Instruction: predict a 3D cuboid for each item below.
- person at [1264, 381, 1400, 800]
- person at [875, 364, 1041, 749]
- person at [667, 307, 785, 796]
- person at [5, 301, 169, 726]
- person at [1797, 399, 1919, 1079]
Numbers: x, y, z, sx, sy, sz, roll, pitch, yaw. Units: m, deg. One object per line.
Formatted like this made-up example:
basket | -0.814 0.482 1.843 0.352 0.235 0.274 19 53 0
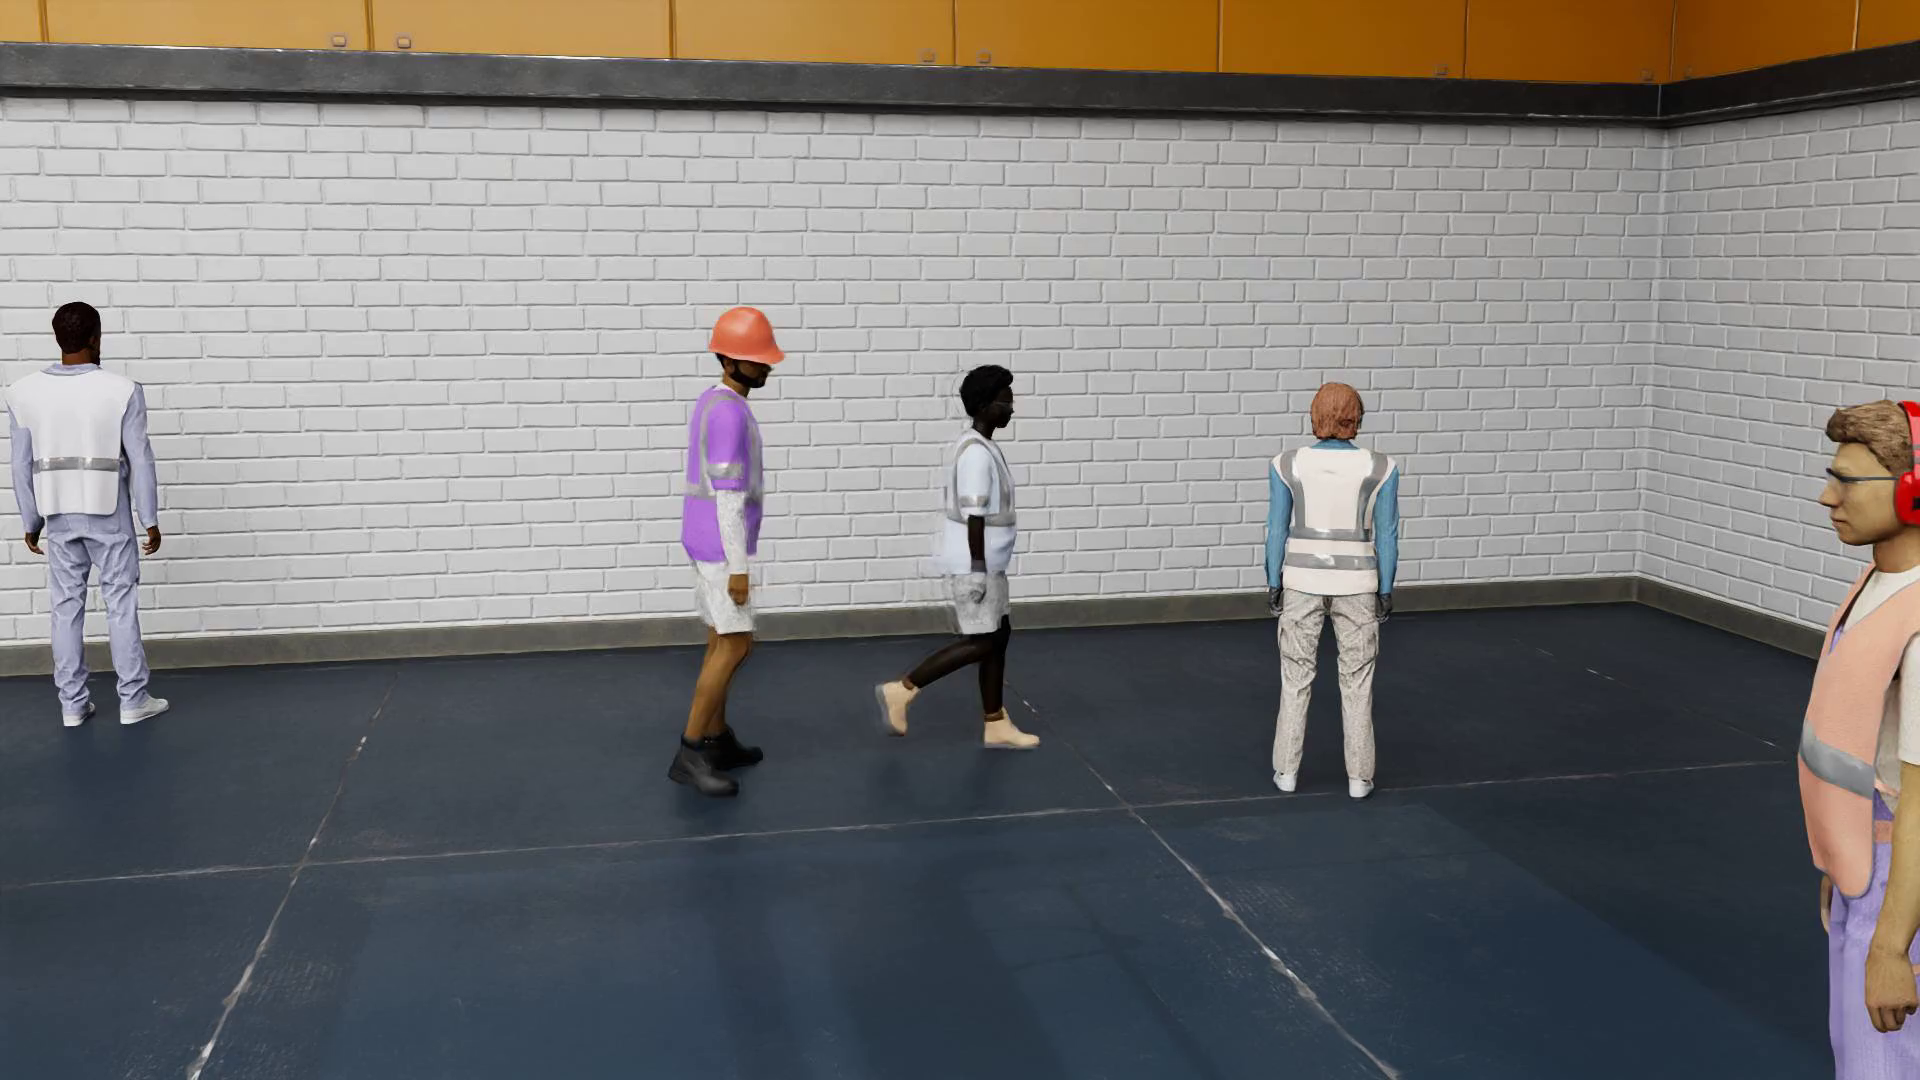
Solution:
person | 1.445 0.201 6.510 0.514 1.631 0.318 3 10 17
person | -0.001 0.088 7.052 0.646 1.674 0.528 1 9 3
person | -0.967 0.027 6.704 0.490 1.922 0.731 -3 10 -17
person | -3.936 -0.108 7.511 0.596 1.916 0.372 -1 9 -7
person | 1.752 0.658 3.102 0.389 1.837 0.560 4 10 22
